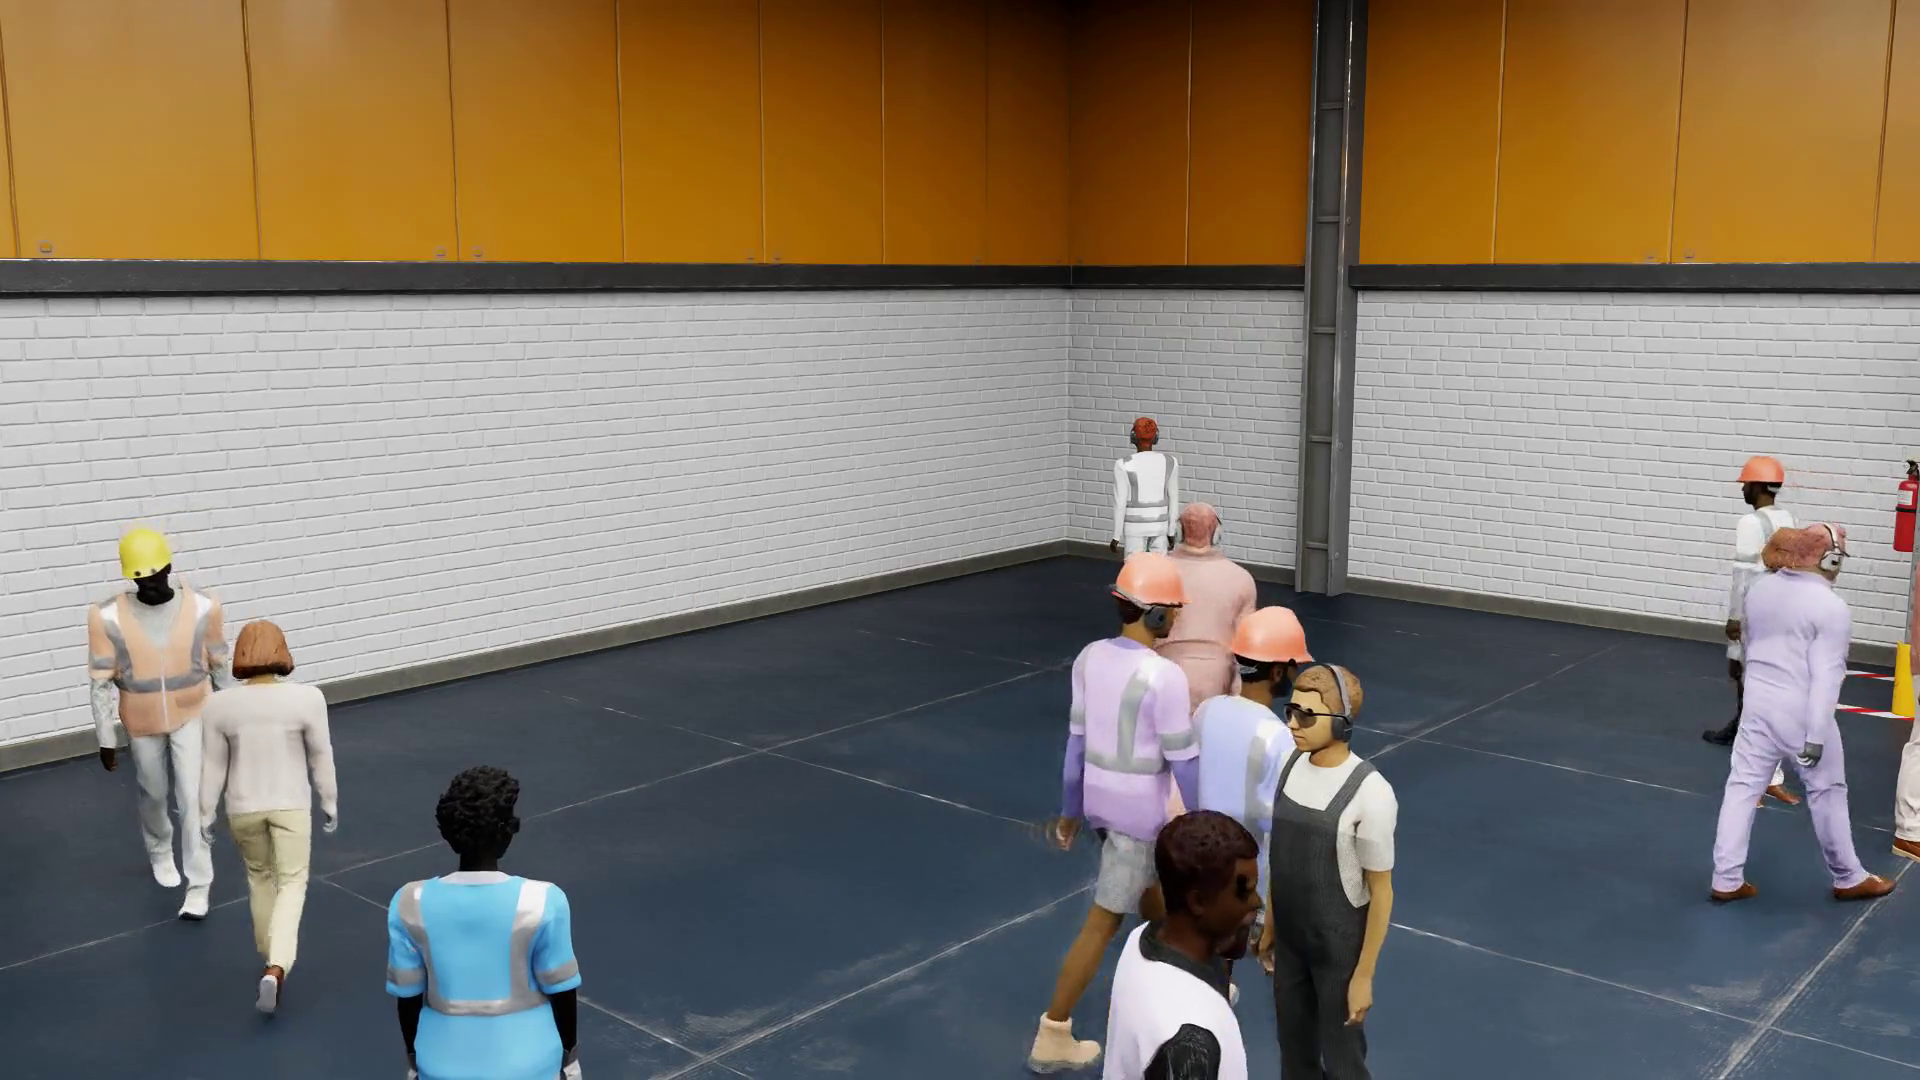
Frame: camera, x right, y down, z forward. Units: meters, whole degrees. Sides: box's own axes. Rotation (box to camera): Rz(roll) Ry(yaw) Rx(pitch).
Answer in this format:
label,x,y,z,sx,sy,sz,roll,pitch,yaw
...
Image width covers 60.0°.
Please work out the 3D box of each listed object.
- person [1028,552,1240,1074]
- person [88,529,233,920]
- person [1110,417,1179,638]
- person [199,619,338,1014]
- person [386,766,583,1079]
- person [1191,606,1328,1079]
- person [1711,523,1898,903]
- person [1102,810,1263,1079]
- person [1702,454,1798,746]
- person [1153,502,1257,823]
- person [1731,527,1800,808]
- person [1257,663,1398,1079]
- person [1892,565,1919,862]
label,x,y,z,sx,sy,sz,roll,pitch,yaw
person,0.674,1.033,6.409,1.040,1.985,0.610,-4,10,-25
person,-3.794,0.849,7.963,0.633,1.872,1.016,-4,10,-26
person,1.508,-0.062,13.601,0.573,1.883,0.354,-3,9,-16
person,-2.896,1.140,6.927,0.546,1.606,0.699,-2,9,-10
person,-1.299,1.462,4.618,0.529,1.695,0.321,0,9,3
person,1.051,1.162,5.852,0.867,1.900,0.546,-6,11,-31
person,4.081,0.837,8.010,0.959,1.854,0.666,-3,9,-16
person,0.404,1.515,3.694,0.747,1.897,0.598,0,9,0
person,5.086,0.425,10.440,0.554,1.914,0.697,-8,12,-40
person,1.200,0.724,8.744,0.656,1.853,0.991,0,9,2
person,4.647,0.724,9.481,0.495,1.621,0.301,-4,10,-22
person,1.131,1.287,5.245,0.343,1.847,0.507,-5,10,-29
person,5.124,0.677,8.615,0.622,1.990,0.388,-8,12,-43
